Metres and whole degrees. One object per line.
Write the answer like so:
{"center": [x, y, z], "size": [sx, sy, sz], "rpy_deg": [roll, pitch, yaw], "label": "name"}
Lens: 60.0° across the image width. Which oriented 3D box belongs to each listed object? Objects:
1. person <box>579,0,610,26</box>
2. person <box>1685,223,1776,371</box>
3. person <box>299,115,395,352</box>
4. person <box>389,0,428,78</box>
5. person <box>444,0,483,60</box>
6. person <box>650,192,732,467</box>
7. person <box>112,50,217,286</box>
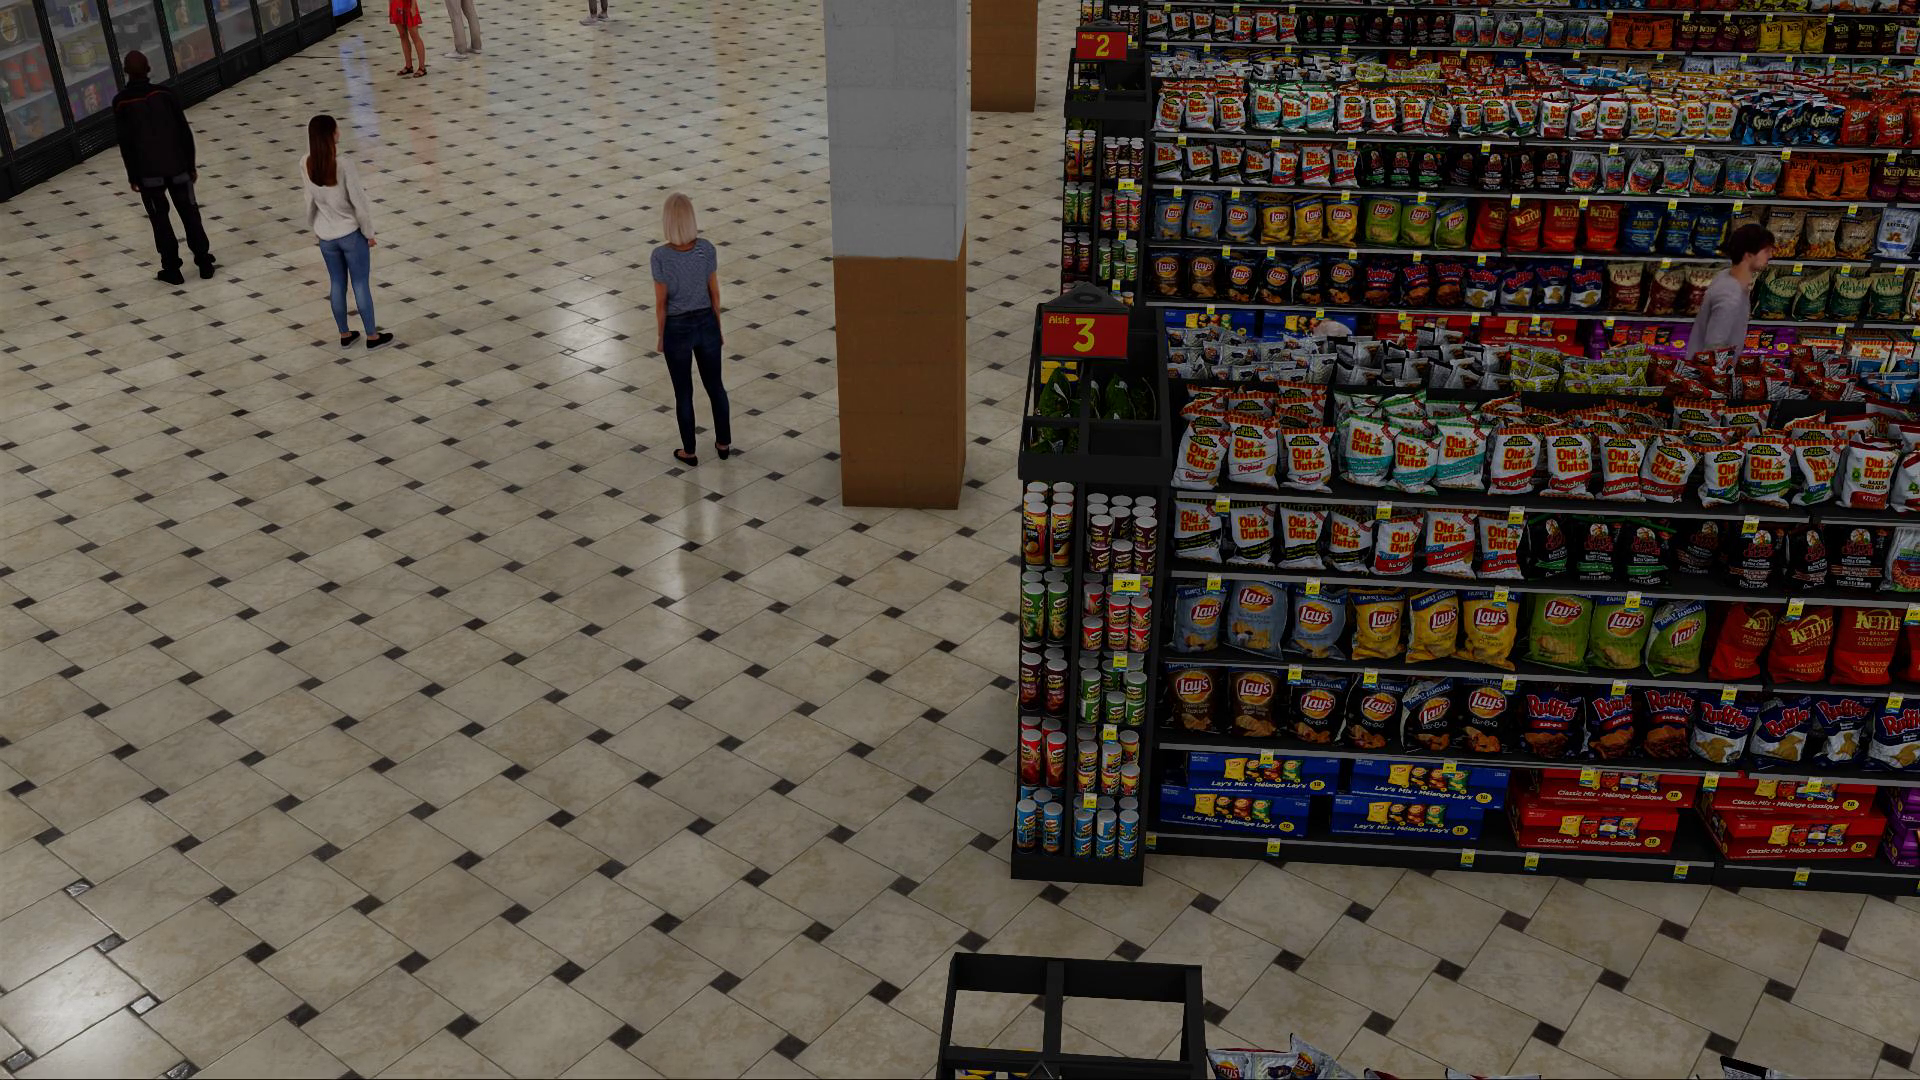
{"center": [-4.874, -7.751, 21.881], "size": [0.700, 1.840, 0.744], "rpy_deg": [14, 31, 23], "label": "person"}
{"center": [4.105, -0.886, 9.359], "size": [1.260, 1.790, 0.920], "rpy_deg": [11, 31, 19], "label": "person"}
{"center": [-4.392, -2.177, 11.826], "size": [0.533, 1.692, 0.718], "rpy_deg": [7, 29, 12], "label": "person"}
{"center": [-6.451, -6.211, 19.319], "size": [0.600, 1.593, 0.706], "rpy_deg": [15, 32, 25], "label": "person"}
{"center": [-6.109, -6.816, 20.148], "size": [0.701, 1.861, 0.755], "rpy_deg": [13, 31, 22], "label": "person"}
{"center": [-1.641, -1.274, 10.142], "size": [0.605, 1.722, 0.712], "rpy_deg": [-13, 31, -22], "label": "person"}
{"center": [-6.264, -2.921, 13.050], "size": [0.767, 1.826, 0.850], "rpy_deg": [-18, 33, -30], "label": "person"}
